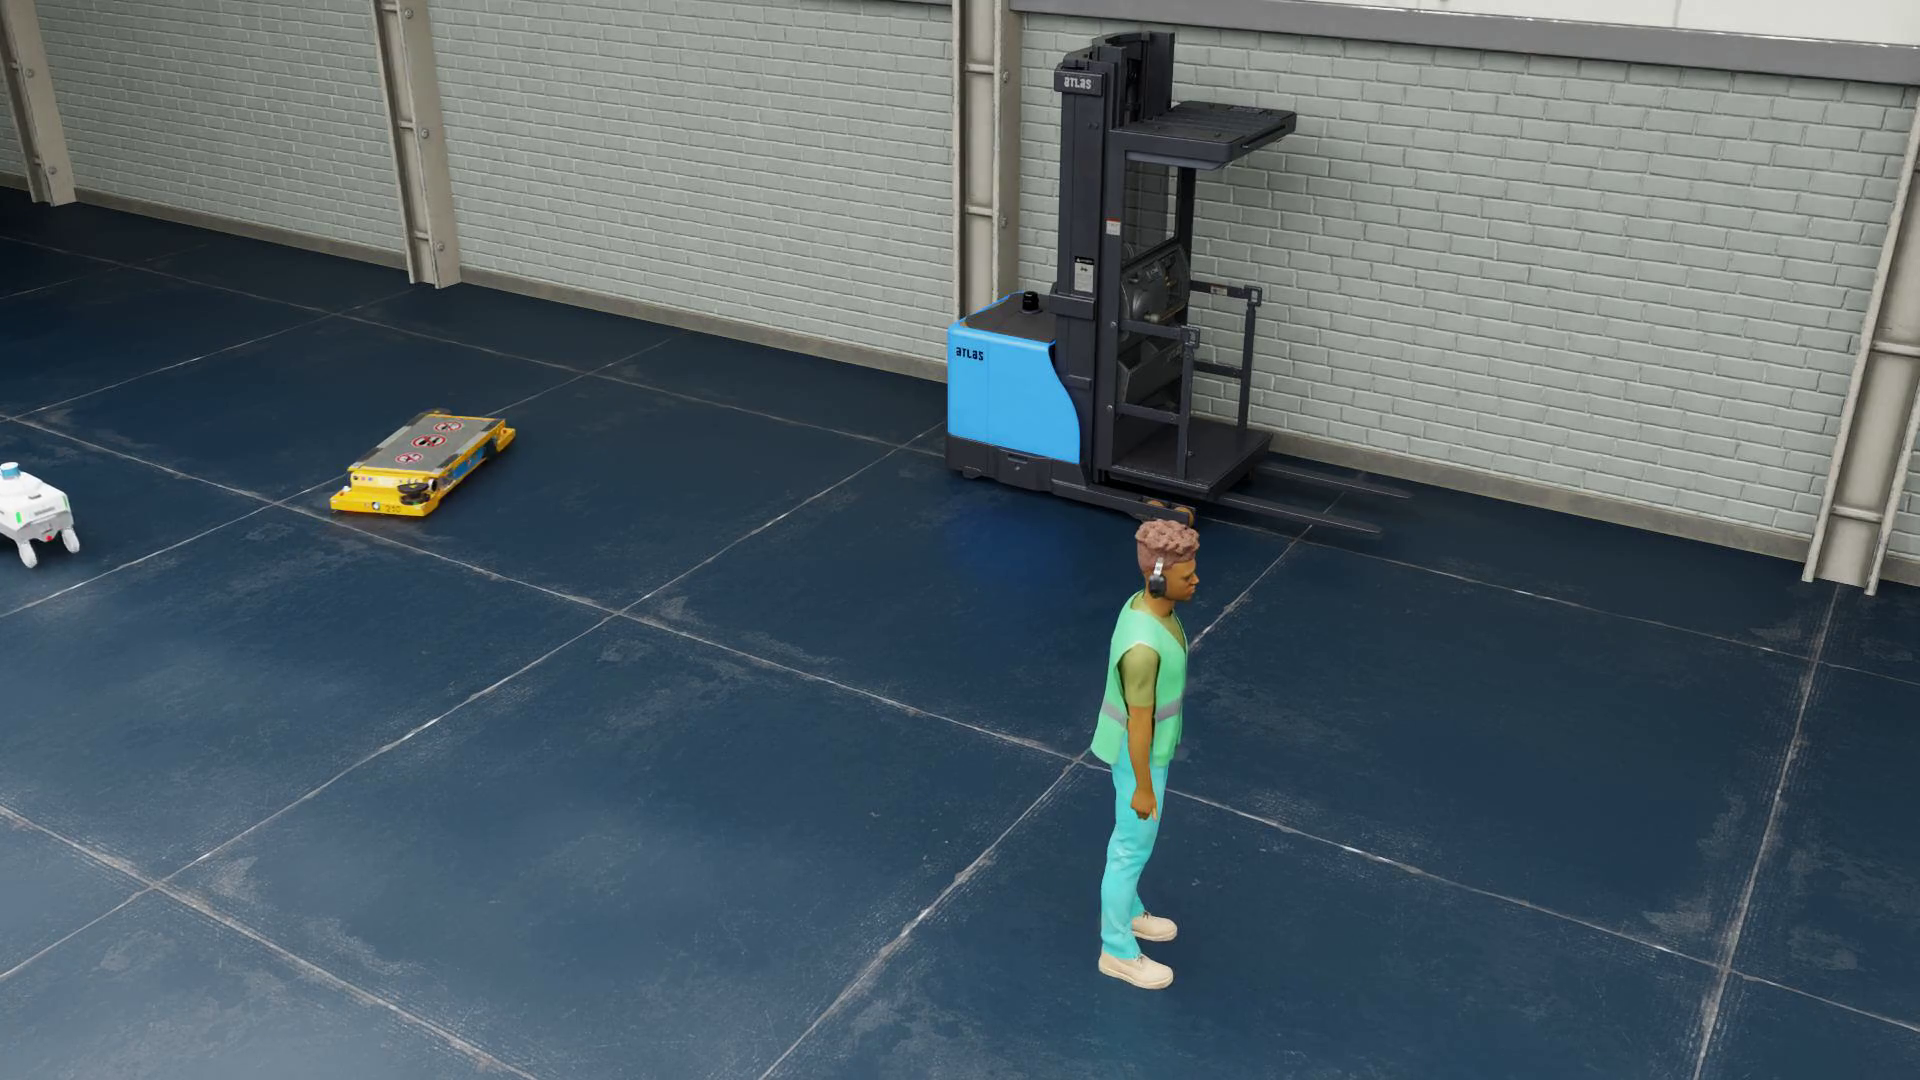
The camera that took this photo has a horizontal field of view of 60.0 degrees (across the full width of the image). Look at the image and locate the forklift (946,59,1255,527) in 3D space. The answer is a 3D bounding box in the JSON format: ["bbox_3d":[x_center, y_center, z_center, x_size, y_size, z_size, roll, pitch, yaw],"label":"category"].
[{"bbox_3d":[0.933,-1.707,10.833,1.873,2.768,1.129,15,29,28],"label":"forklift"}]

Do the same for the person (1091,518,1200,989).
[{"bbox_3d":[0.711,0.826,6.515,0.384,1.977,0.488,5,26,11],"label":"person"}]

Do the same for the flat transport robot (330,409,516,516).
[{"bbox_3d":[-3.658,-0.544,11.408,0.659,0.231,1.431,5,26,9],"label":"flat transport robot"}]

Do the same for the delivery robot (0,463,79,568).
[{"bbox_3d":[-5.858,-0.189,10.342,0.784,0.609,0.499,18,31,33],"label":"delivery robot"}]
